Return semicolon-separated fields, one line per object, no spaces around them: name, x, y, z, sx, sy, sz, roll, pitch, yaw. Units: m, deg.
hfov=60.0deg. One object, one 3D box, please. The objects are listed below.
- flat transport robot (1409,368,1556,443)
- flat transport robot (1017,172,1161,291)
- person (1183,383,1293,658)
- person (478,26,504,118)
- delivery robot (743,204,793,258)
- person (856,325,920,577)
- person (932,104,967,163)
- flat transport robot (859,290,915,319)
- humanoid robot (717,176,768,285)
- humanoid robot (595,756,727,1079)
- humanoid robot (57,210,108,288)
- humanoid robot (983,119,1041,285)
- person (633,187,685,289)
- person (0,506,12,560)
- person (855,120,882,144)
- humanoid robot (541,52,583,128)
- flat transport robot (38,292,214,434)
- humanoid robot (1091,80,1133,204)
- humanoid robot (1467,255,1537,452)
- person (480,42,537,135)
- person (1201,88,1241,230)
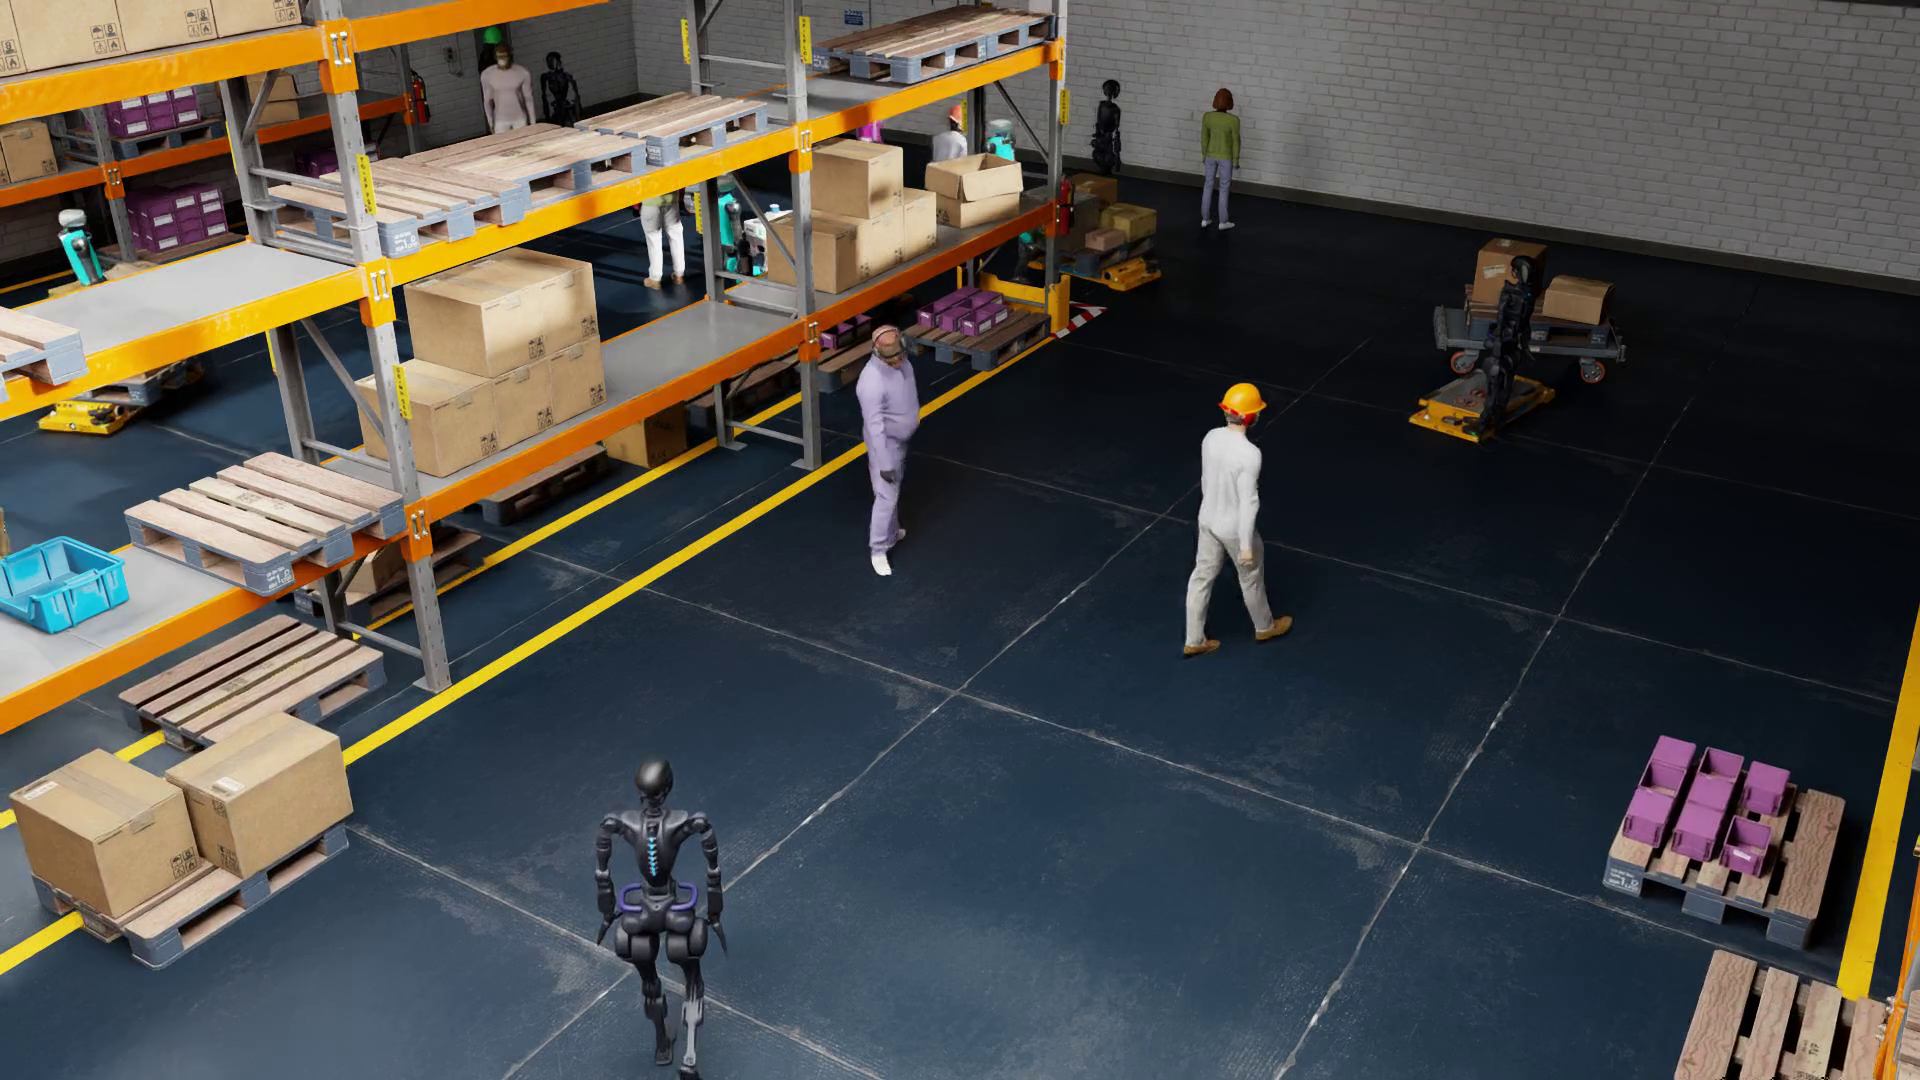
flat transport robot;4.597;-1.208;14.579;0.659;0.231;1.431;23;35;38
flat transport robot;1.419;-3.013;18.135;1.431;0.231;0.659;22;34;36
person;1.827;-0.141;10.713;0.898;1.861;0.613;-17;32;-30
person;-5.880;-5.559;21.293;0.490;1.955;0.420;10;29;19
delivery robot;-2.050;-3.481;18.739;0.763;0.592;0.523;-23;35;-37
person;-0.463;-0.700;11.823;0.398;1.866;0.785;7;28;14
person;-0.042;-3.911;18.276;0.405;1.728;0.592;-23;35;-38
flat transport robot;-1.125;-2.365;16.857;0.659;0.231;1.431;16;31;28
humanoid robot;-1.999;-2.643;15.820;1.061;1.732;0.562;-19;33;-33
humanoid robot;-1.326;1.710;7.288;0.584;1.643;0.531;-2;27;-4
humanoid robot;-7.371;-2.058;14.681;0.780;1.821;0.555;-19;32;-33
humanoid robot;0.632;-3.457;17.458;0.726;1.845;0.533;14;30;26
person;-3.173;-3.562;17.481;0.623;1.844;0.429;-18;32;-31
person;-5.975;0.345;9.933;0.394;1.702;0.710;19;32;32
person;-1.077;-4.240;18.820;0.395;1.833;0.533;1;27;2
humanoid robot;-5.098;-5.454;21.407;0.611;1.636;0.559;9;28;18
flat transport robot;-7.430;-1.310;14.779;0.659;0.231;1.431;5;27;9
humanoid robot;1.786;-4.674;19.895;0.788;1.621;0.613;-10;29;-19
humanoid robot;4.507;-1.545;13.684;0.309;1.654;0.601;24;35;39
person;-5.535;-5.160;20.550;0.634;1.922;0.509;-6;28;-12
person;3.046;-4.464;19.479;0.499;1.636;0.284;18;32;31
